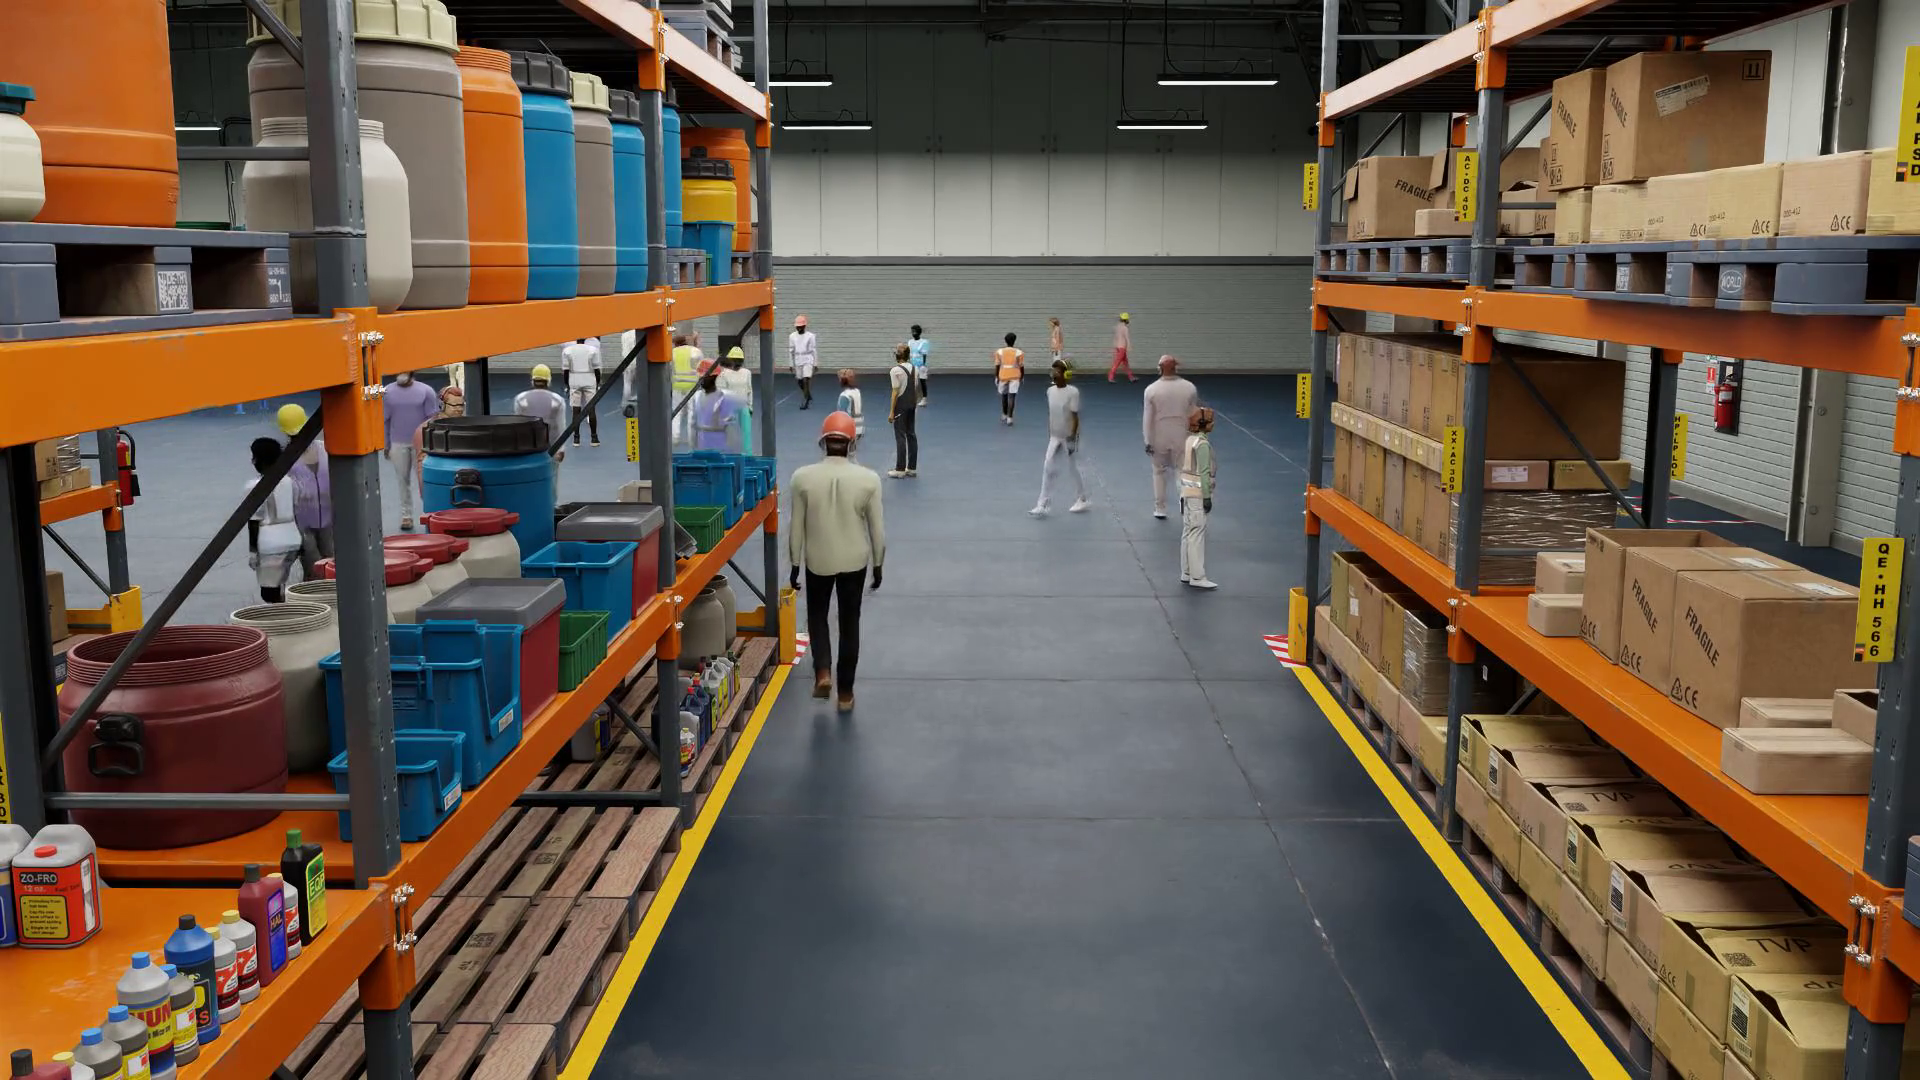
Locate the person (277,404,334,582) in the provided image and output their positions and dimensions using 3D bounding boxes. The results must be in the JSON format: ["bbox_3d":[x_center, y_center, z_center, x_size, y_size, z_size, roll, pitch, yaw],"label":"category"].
[{"bbox_3d":[-5.018,-0.124,12.891,0.434,1.880,0.630,6,11,30],"label":"person"}]

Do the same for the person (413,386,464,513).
[{"bbox_3d":[-4.329,-0.368,14.264,0.410,1.905,0.641,7,12,36],"label":"person"}]

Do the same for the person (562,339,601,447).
[{"bbox_3d":[-6.082,-2.492,26.794,0.604,1.966,0.367,-1,10,-8],"label":"person"}]

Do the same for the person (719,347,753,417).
[{"bbox_3d":[-3.152,-1.878,23.776,0.549,1.733,0.798,-6,11,-30],"label":"person"}]

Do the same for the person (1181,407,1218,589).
[{"bbox_3d":[2.178,-0.392,15.188,0.314,1.642,0.514,-1,10,-7],"label":"person"}]

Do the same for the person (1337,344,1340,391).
[{"bbox_3d":[6.488,-2.610,27.268,0.608,2.045,0.392,4,10,23],"label":"person"}]

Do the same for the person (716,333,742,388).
[{"bbox_3d":[-4.543,-3.409,32.273,0.858,1.960,0.663,8,12,39],"label":"person"}]

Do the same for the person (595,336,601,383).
[{"bbox_3d":[-9.034,-4.805,40.556,0.537,2.000,0.688,4,10,22],"label":"person"}]

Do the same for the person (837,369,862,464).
[{"bbox_3d":[-1.412,-1.334,20.875,0.425,1.624,0.546,3,10,18],"label":"person"}]

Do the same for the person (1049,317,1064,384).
[{"bbox_3d":[2.343,-4.601,40.441,0.354,1.630,0.531,-1,10,-5],"label":"person"}]

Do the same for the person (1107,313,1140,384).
[{"bbox_3d":[4.013,-4.698,40.746,0.924,1.711,0.546,-3,10,-18],"label":"person"}]

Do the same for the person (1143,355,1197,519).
[{"bbox_3d":[2.411,-1.170,19.093,0.660,1.890,0.543,-1,10,-7],"label":"person"}]

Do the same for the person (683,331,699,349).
[{"bbox_3d":[-6.009,-4.049,36.720,0.524,1.769,0.309,-6,11,-32],"label":"person"}]

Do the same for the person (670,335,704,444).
[{"bbox_3d":[-4.478,-2.460,27.091,0.676,1.816,0.443,1,9,4],"label":"person"}]

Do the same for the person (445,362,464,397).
[{"bbox_3d":[-10.636,-3.709,35.195,0.528,1.582,0.855,-3,10,-19],"label":"person"}]

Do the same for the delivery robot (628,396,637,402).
[{"bbox_3d":[-6.033,-2.782,31.820,0.335,0.223,0.698,6,12,34],"label":"delivery robot"}]

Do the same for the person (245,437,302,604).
[{"bbox_3d":[-5.040,0.061,12.431,0.636,1.664,0.539,2,10,10],"label":"person"}]

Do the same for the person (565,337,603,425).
[{"bbox_3d":[-6.879,-3.062,30.428,0.676,1.892,0.445,-2,10,-14],"label":"person"}]

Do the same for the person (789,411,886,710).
[{"bbox_3d":[-0.807,0.133,11.031,0.644,1.973,0.439,0,9,-2],"label":"person"}]

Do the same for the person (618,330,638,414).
[{"bbox_3d":[-6.416,-3.433,32.647,0.635,1.898,0.937,-8,12,-38],"label":"person"}]

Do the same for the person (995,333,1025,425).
[{"bbox_3d":[0.932,-2.968,30.565,0.546,1.647,0.866,1,10,8],"label":"person"}]

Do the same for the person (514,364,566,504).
[{"bbox_3d":[-4.791,-1.109,19.003,0.584,1.804,0.868,-2,10,-10],"label":"person"}]

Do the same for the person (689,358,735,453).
[{"bbox_3d":[-2.698,-1.001,17.986,0.559,1.920,0.399,8,12,38],"label":"person"}]

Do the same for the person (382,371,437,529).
[{"bbox_3d":[-6.102,-1.060,18.421,0.644,1.912,0.466,-2,10,-10],"label":"person"}]

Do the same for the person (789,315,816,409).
[{"bbox_3d":[-3.160,-3.627,33.837,0.560,1.901,0.794,3,10,16],"label":"person"}]

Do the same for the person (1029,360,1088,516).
[{"bbox_3d":[1.208,-1.203,19.526,0.540,1.823,0.971,9,13,43],"label":"person"}]

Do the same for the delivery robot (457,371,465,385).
[{"bbox_3d":[-11.578,-3.837,38.915,0.707,0.478,0.477,9,13,42],"label":"delivery robot"}]

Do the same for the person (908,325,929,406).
[{"bbox_3d":[-0.929,-3.563,34.106,0.538,1.670,0.739,6,11,33],"label":"person"}]

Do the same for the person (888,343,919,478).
[{"bbox_3d":[-0.784,-1.790,22.956,0.345,1.846,0.507,8,12,40],"label":"person"}]
